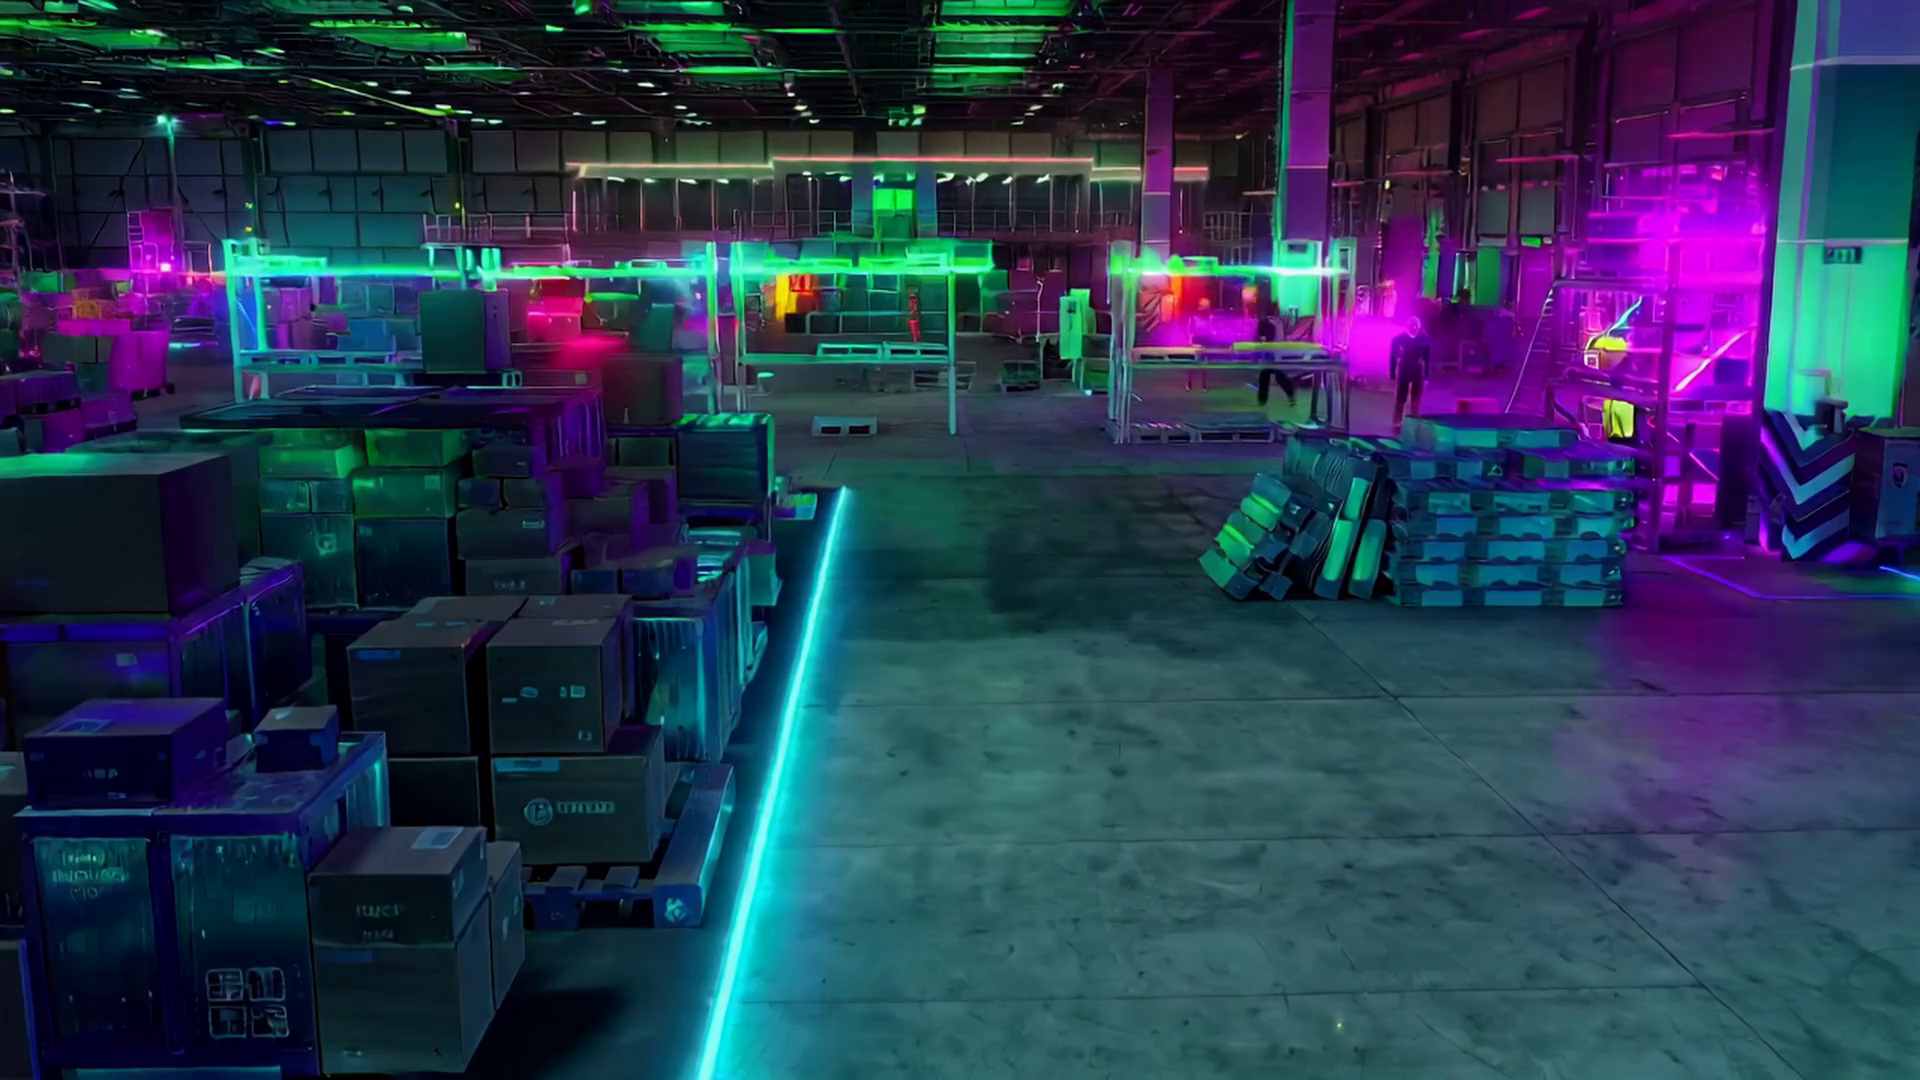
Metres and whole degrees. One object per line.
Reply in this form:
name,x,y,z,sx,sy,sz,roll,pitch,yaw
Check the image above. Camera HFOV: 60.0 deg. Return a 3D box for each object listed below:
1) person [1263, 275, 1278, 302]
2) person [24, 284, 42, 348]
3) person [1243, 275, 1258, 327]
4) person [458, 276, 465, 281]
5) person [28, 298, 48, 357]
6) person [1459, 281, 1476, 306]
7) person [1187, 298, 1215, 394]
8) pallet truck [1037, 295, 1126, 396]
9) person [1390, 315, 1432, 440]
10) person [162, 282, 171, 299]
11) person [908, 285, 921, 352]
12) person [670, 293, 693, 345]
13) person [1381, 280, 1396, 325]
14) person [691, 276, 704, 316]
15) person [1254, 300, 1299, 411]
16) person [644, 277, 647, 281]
person,13.473,-10.800,72.166,0.637,1.805,0.939,-3,11,-16
person,-26.443,-6.398,47.539,0.587,1.835,0.403,6,12,31
person,9.808,-8.014,56.239,0.602,1.943,0.394,-7,13,-36
person,-17.445,-8.369,58.379,0.352,1.884,0.579,-8,13,-37
person,-23.902,-5.483,43.112,0.511,1.594,0.853,0,10,0
person,15.302,-6.877,50.198,0.518,1.847,0.796,-1,10,-7
person,4.809,-3.888,33.335,0.611,1.911,0.577,-2,10,-12
pallet truck,2.483,-3.881,33.060,1.885,1.965,0.823,-7,13,-36
person,6.807,-2.430,25.142,0.629,1.940,0.372,-1,10,-6
person,-25.469,-7.411,53.435,0.299,1.744,0.489,-5,11,-25
person,-1.218,-5.837,44.310,0.351,1.878,0.568,-3,11,-18
person,-6.223,-4.611,37.458,0.552,1.885,1.008,5,11,27
person,11.661,-6.090,45.368,0.372,1.997,0.621,-2,10,-12
person,-9.396,-8.612,59.660,0.538,1.904,0.619,7,12,34
person,5.689,-3.314,29.779,0.694,2.000,0.901,-5,11,-25
person,-10.487,-7.813,55.287,1.013,1.883,0.572,9,13,40
